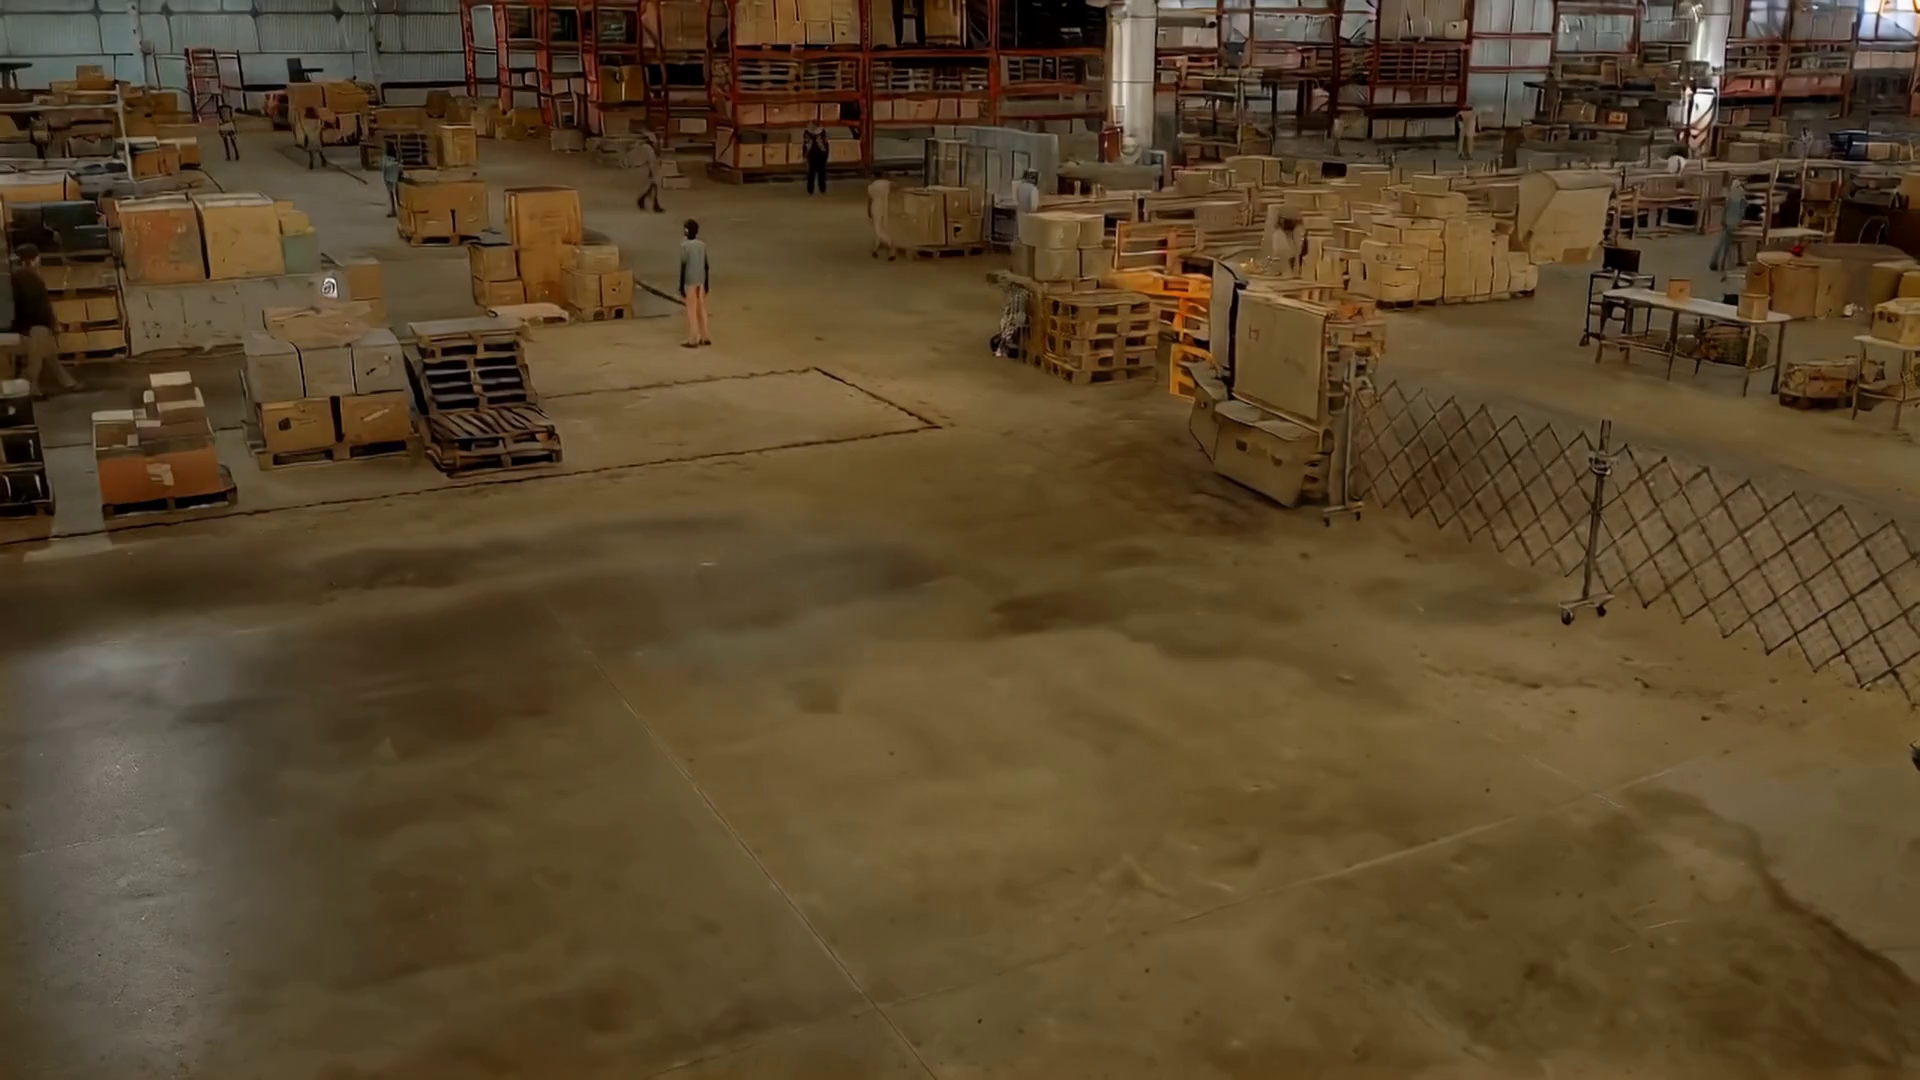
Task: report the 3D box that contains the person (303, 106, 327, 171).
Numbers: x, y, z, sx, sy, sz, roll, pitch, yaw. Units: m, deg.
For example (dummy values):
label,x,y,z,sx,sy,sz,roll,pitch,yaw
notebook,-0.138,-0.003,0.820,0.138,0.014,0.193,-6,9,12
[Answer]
label,x,y,z,sx,sy,sz,roll,pitch,yaw
person,-19.498,-12.148,50.272,0.612,1.920,1.033,1,18,4

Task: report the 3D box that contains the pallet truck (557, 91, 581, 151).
label,x,y,z,sx,sy,sz,roll,pitch,yaw
pallet truck,-13.495,-14.412,57.188,0.823,1.965,1.885,-3,18,-9

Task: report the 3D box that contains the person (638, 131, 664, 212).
label,x,y,z,sx,sy,sz,roll,pitch,yaw
person,-7.466,-8.866,40.018,0.541,1.924,0.571,7,19,22

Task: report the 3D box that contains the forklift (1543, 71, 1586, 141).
label,x,y,z,sx,sy,sz,roll,pitch,yaw
forklift,18.685,-13.231,52.085,1.873,2.768,1.129,-9,20,-26

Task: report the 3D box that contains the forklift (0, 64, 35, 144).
label,x,y,z,sx,sy,sz,roll,pitch,yaw
forklift,-34.306,-15.613,59.508,1.129,2.768,1.873,10,20,27

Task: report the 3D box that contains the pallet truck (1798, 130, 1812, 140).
label,x,y,z,sx,sy,sz,roll,pitch,yaw
pallet truck,25.526,-11.556,49.408,1.630,1.274,0.653,-9,20,-26

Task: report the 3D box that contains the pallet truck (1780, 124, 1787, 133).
label,x,y,z,sx,sy,sz,roll,pitch,yaw
pallet truck,25.206,-12.542,52.601,1.601,1.201,0.680,0,18,-2

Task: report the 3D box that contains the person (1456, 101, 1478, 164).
label,x,y,z,sx,sy,sz,roll,pitch,yaw
person,15.938,-12.834,52.362,0.633,1.938,0.356,7,19,21

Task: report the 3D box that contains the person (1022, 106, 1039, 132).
label,x,y,z,sx,sy,sz,roll,pitch,yaw
person,2.260,-13.088,53.545,0.540,1.695,0.317,6,19,18

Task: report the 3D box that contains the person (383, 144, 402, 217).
label,x,y,z,sx,sy,sz,roll,pitch,yaw
person,-13.346,-8.464,39.137,0.533,1.692,0.319,9,20,25

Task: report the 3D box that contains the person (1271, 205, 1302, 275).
label,x,y,z,sx,sy,sz,roll,pitch,yaw
person,4.709,-3.881,24.318,0.527,2.023,0.620,12,22,34

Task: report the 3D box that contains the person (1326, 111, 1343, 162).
label,x,y,z,sx,sy,sz,roll,pitch,yaw
person,11.902,-12.797,52.778,0.671,1.602,0.514,2,18,7

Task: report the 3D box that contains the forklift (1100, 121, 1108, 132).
label,x,y,z,sx,sy,sz,roll,pitch,yaw
forklift,5.715,-14.355,55.587,1.873,2.768,1.129,-9,20,-26

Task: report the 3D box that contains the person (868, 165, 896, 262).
label,x,y,z,sx,sy,sz,roll,pitch,yaw
person,-1.502,-6.340,32.313,0.510,1.832,0.848,-14,23,-37

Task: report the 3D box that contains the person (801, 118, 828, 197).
label,x,y,z,sx,sy,sz,roll,pitch,yaw
person,-3.744,-9.927,43.135,0.674,2.000,0.535,1,18,3

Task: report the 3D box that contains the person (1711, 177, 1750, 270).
label,x,y,z,sx,sy,sz,roll,pitch,yaw
person,14.504,-5.920,31.165,0.912,1.720,0.533,-11,21,-30

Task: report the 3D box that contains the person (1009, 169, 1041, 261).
label,x,y,z,sx,sy,sz,roll,pitch,yaw
person,1.326,-6.216,31.978,0.933,1.788,0.603,-11,21,-31

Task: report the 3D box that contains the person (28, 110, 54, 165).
label,x,y,z,sx,sy,sz,roll,pitch,yaw
person,-27.055,-11.727,48.985,0.627,1.884,0.869,-8,19,-23

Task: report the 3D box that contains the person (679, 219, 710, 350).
label,x,y,z,sx,sy,sz,roll,pitch,yaw
person,-3.829,-3.675,23.940,0.312,1.864,0.515,14,22,36

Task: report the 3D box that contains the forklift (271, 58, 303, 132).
label,x,y,z,sx,sy,sz,roll,pitch,yaw
forklift,-26.312,-17.697,66.005,1.873,2.768,1.129,-13,22,-34

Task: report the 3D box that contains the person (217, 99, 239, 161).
label,x,y,z,sx,sy,sz,roll,pitch,yaw
person,-23.497,-13.153,53.359,0.548,1.936,0.378,-10,21,-29

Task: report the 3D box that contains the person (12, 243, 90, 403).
label,x,y,z,sx,sy,sz,roll,pitch,yaw
person,-11.419,-2.733,20.835,0.653,1.955,0.938,14,23,37

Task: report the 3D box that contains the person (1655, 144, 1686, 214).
label,x,y,z,sx,sy,sz,roll,pitch,yaw
person,16.904,-8.543,39.439,0.854,1.663,0.531,-7,19,-20
